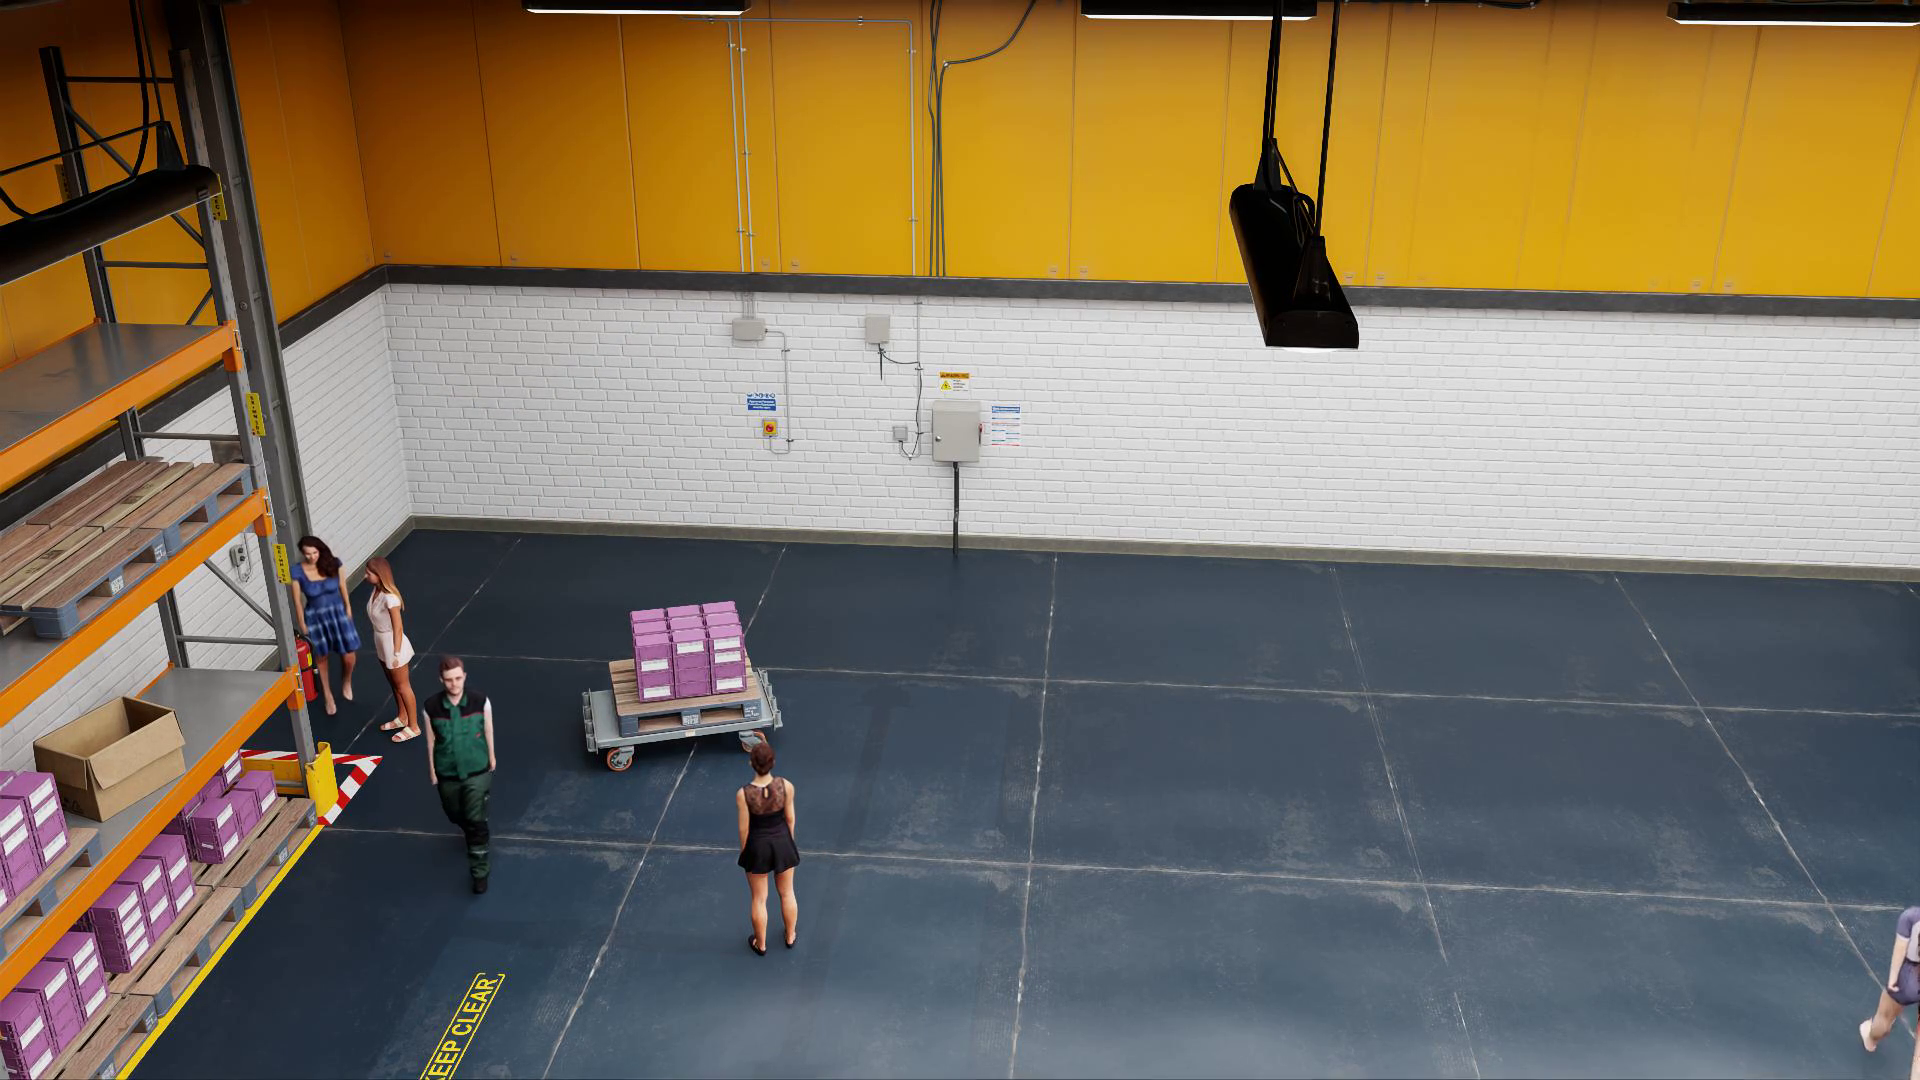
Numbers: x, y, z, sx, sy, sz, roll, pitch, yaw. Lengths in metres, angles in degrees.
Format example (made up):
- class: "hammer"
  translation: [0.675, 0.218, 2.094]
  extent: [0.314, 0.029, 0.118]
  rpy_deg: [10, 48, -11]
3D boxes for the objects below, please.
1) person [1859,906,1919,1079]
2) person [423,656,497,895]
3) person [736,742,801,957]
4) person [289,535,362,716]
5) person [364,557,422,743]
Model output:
- class: "person"
  translation: [5.928, 2.794, 10.197]
  extent: [0.751, 1.613, 1.057]
  rpy_deg: [8, 25, 17]
- class: "person"
  translation: [-3.740, 1.687, 12.479]
  extent: [0.888, 1.814, 1.206]
  rpy_deg: [-5, 24, -12]
- class: "person"
  translation: [-1.339, 2.146, 11.603]
  extent: [0.664, 1.674, 0.686]
  rpy_deg: [-8, 25, -18]
- class: "person"
  translation: [-5.594, 0.753, 14.660]
  extent: [0.831, 1.778, 0.887]
  rpy_deg: [-13, 27, -27]
- class: "person"
  translation: [-4.910, 0.919, 14.381]
  extent: [0.728, 1.697, 0.662]
  rpy_deg: [-17, 29, -33]
